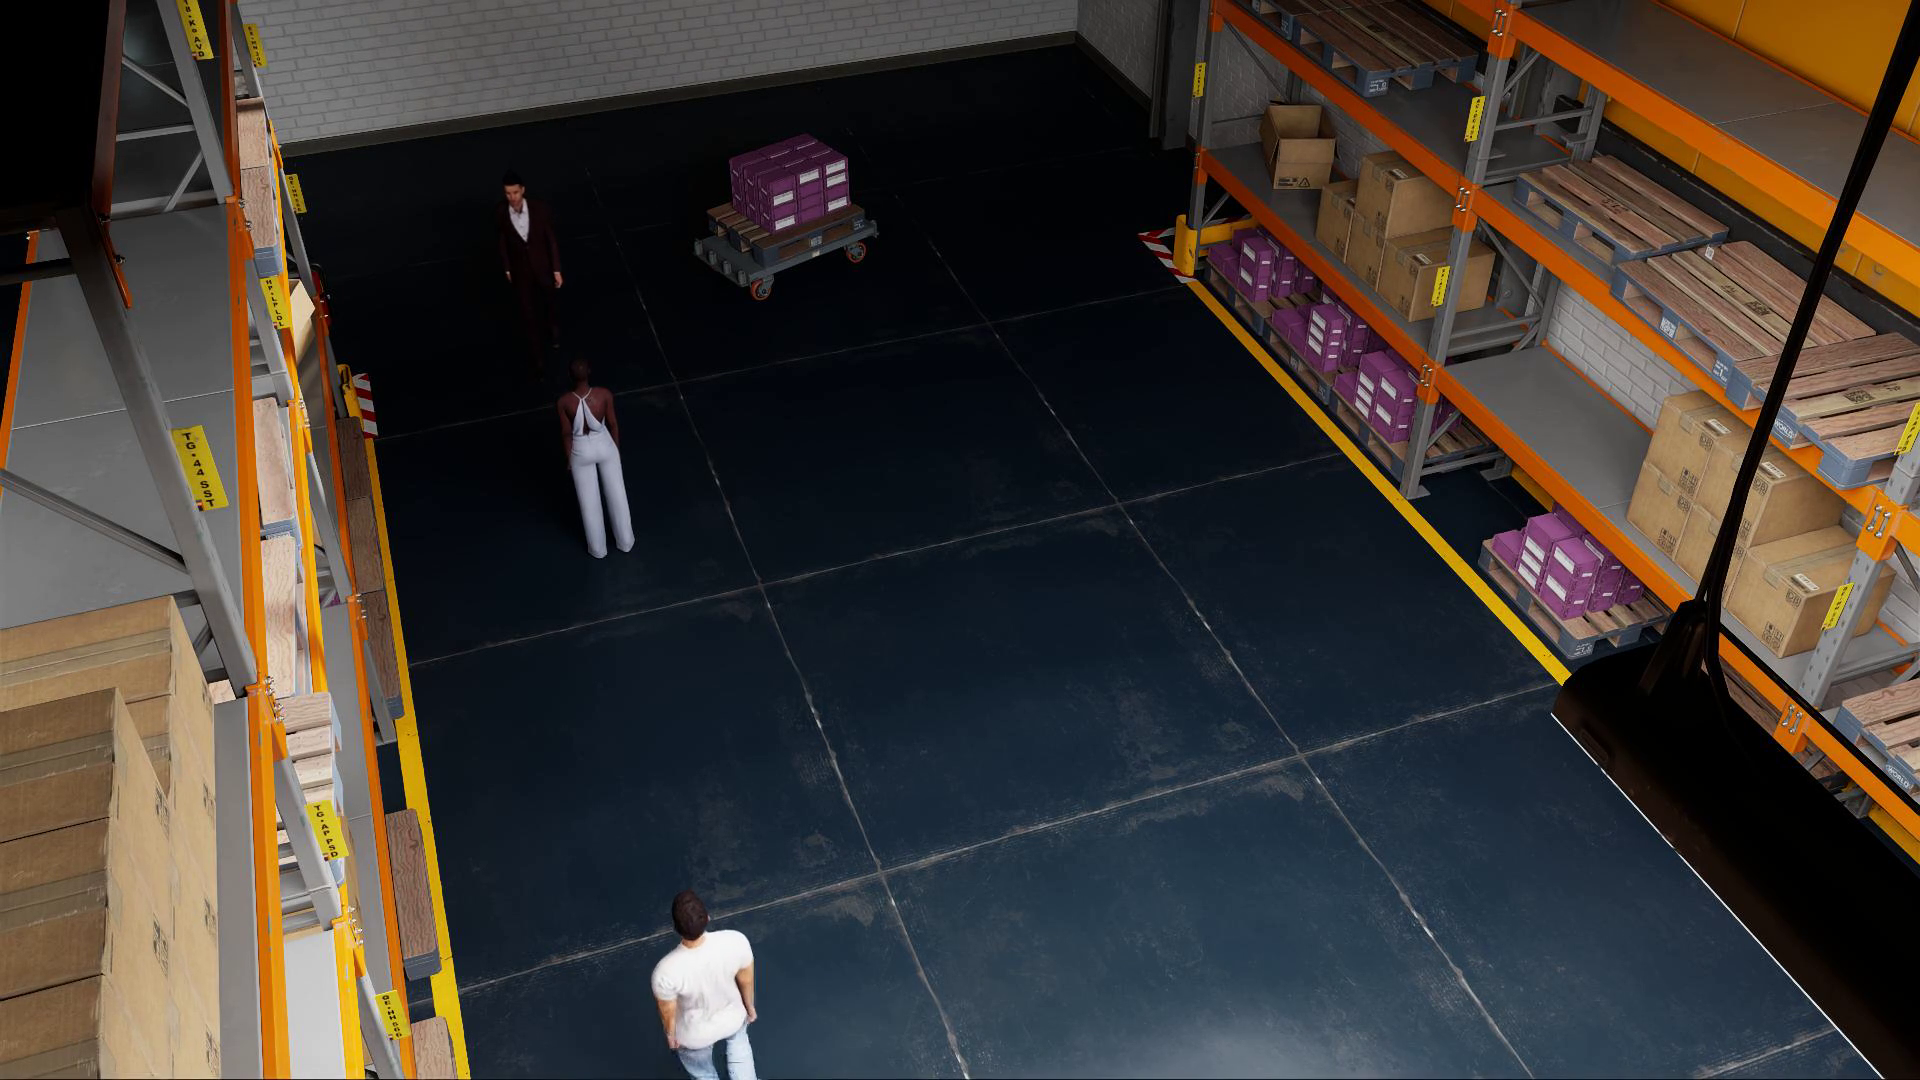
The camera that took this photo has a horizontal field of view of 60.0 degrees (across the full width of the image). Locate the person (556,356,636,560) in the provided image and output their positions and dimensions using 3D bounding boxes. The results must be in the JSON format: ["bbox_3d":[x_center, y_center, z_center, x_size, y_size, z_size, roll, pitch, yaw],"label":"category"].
[{"bbox_3d":[-2.750,-0.617,12.504,0.576,1.783,0.473,-14,41,-17],"label":"person"}]

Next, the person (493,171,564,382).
[{"bbox_3d":[-3.773,-2.431,14.749,0.739,1.817,1.195,-9,39,-11],"label":"person"}]

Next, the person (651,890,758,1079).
[{"bbox_3d":[-1.258,2.500,8.542,0.728,1.856,0.778,-18,42,-21],"label":"person"}]
